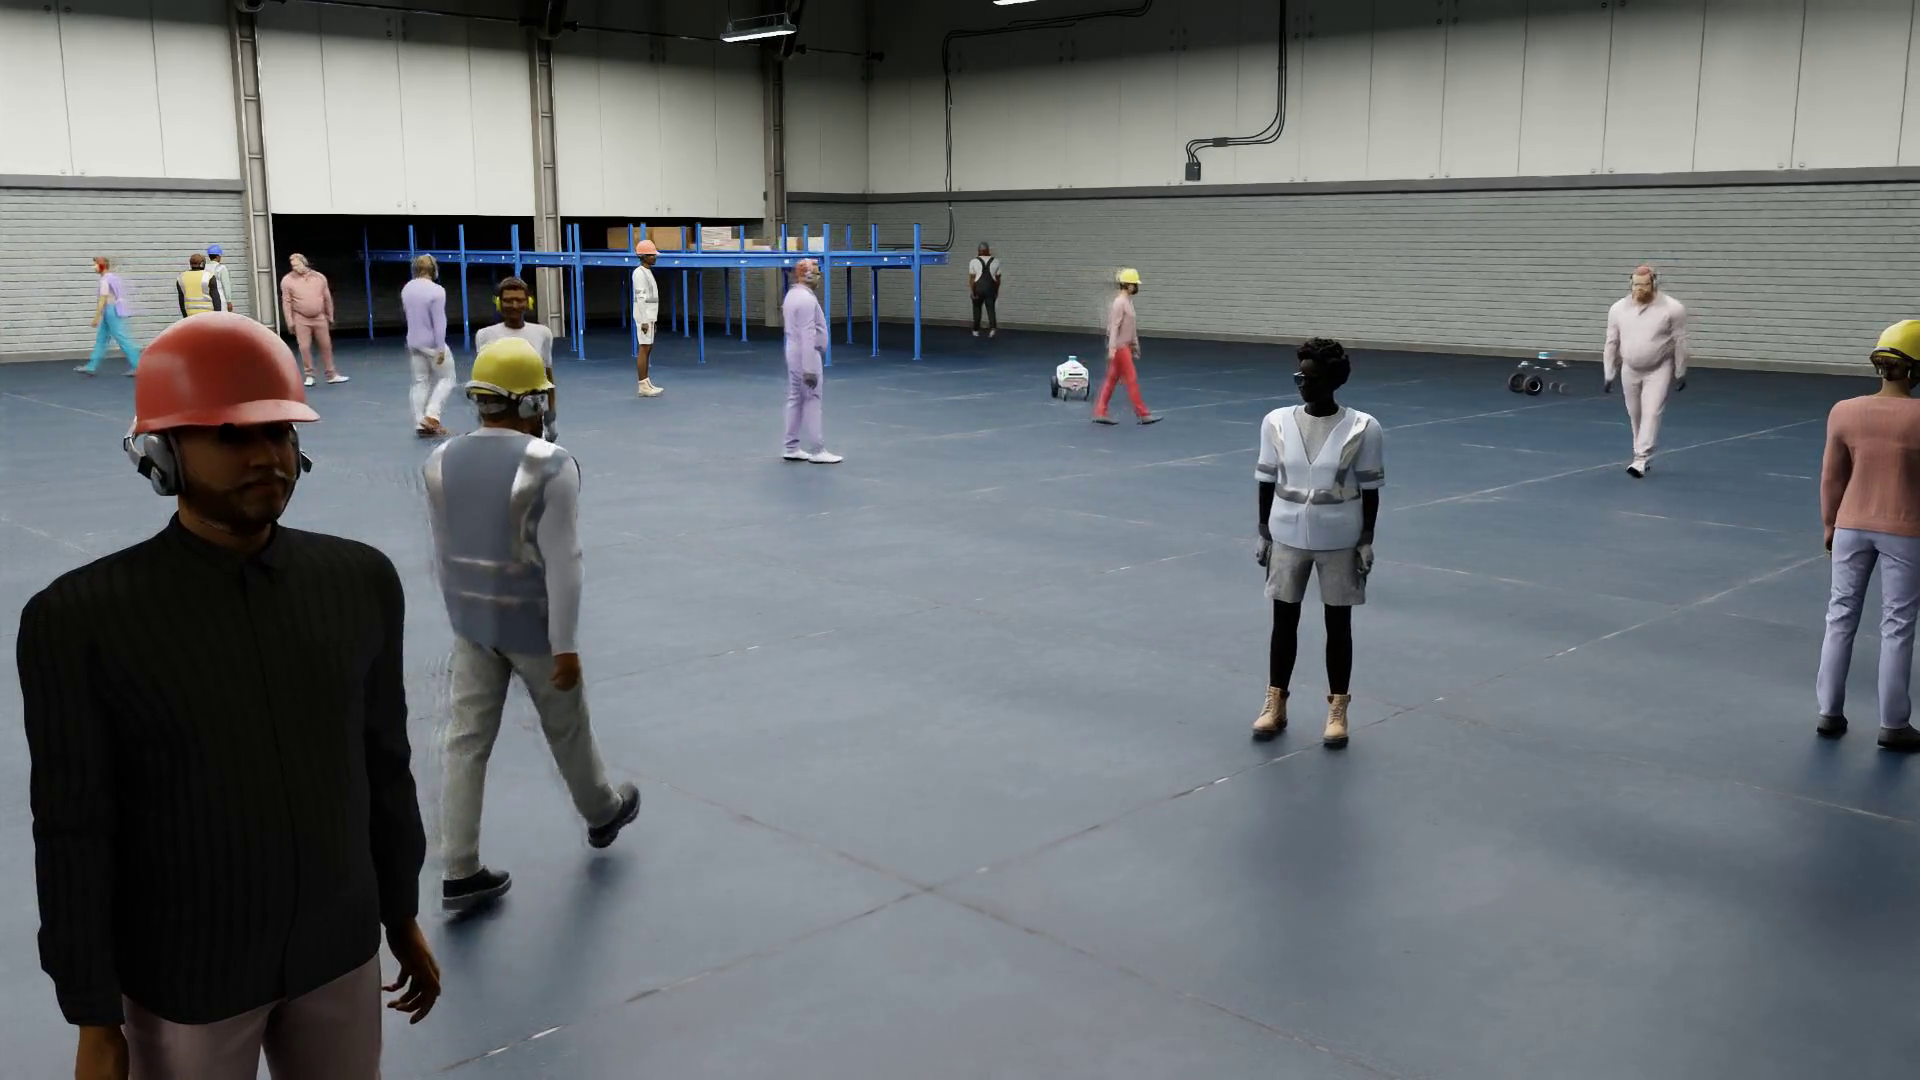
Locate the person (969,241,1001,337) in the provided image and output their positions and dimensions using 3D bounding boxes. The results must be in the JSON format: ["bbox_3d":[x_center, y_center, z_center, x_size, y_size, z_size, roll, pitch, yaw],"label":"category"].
[{"bbox_3d":[0.525,-5.255,34.798,0.694,2.000,1.006,-2,11,-13],"label":"person"}]

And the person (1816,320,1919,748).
[{"bbox_3d":[3.848,-0.026,6.921,0.313,1.768,0.527,-8,13,-37],"label":"person"}]

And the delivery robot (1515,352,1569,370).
[{"bbox_3d":[7.837,-2.410,22.375,0.698,0.223,0.335,-2,11,-10],"label":"delivery robot"}]

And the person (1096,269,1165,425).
[{"bbox_3d":[1.909,-2.133,18.489,0.868,1.720,0.548,3,11,16],"label":"person"}]

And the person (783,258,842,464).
[{"bbox_3d":[-1.422,-1.678,15.576,0.420,1.908,0.651,-4,11,-20],"label":"person"}]

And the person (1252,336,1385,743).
[{"bbox_3d":[1.487,0.002,6.947,0.537,1.699,0.321,5,11,25],"label":"person"}]

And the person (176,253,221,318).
[{"bbox_3d":[-11.280,-3.335,24.766,0.622,1.842,0.429,1,10,4],"label":"person"}]

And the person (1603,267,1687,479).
[{"bbox_3d":[6.008,-1.477,14.663,0.668,1.833,0.960,9,14,40],"label":"person"}]

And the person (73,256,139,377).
[{"bbox_3d":[-12.806,-3.344,24.937,0.974,1.794,0.569,-5,11,-25],"label":"person"}]

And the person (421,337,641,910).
[{"bbox_3d":[-1.418,0.239,5.413,0.617,1.781,0.948,4,11,21],"label":"person"}]

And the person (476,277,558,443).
[{"bbox_3d":[-2.849,-0.759,10.726,0.526,1.841,0.831,-4,11,-19],"label":"person"}]

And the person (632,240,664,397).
[{"bbox_3d":[-4.134,-2.940,22.050,0.378,2.045,0.605,0,10,-1],"label":"person"}]

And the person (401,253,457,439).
[{"bbox_3d":[-5.562,-2.030,17.438,0.637,1.924,0.439,6,12,28],"label":"person"}]

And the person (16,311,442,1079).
[{"bbox_3d":[-1.106,0.646,2.622,0.375,1.997,0.612,8,13,37],"label":"person"}]

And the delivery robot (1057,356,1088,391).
[{"bbox_3d":[1.465,-2.156,21.686,0.477,0.478,0.707,0,10,-3],"label":"delivery robot"}]

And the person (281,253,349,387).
[{"bbox_3d":[-9.124,-3.109,23.487,0.821,1.860,0.418,-8,13,-38],"label":"person"}]

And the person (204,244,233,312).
[{"bbox_3d":[-12.944,-4.166,28.992,0.602,1.949,0.393,4,11,20],"label":"person"}]
